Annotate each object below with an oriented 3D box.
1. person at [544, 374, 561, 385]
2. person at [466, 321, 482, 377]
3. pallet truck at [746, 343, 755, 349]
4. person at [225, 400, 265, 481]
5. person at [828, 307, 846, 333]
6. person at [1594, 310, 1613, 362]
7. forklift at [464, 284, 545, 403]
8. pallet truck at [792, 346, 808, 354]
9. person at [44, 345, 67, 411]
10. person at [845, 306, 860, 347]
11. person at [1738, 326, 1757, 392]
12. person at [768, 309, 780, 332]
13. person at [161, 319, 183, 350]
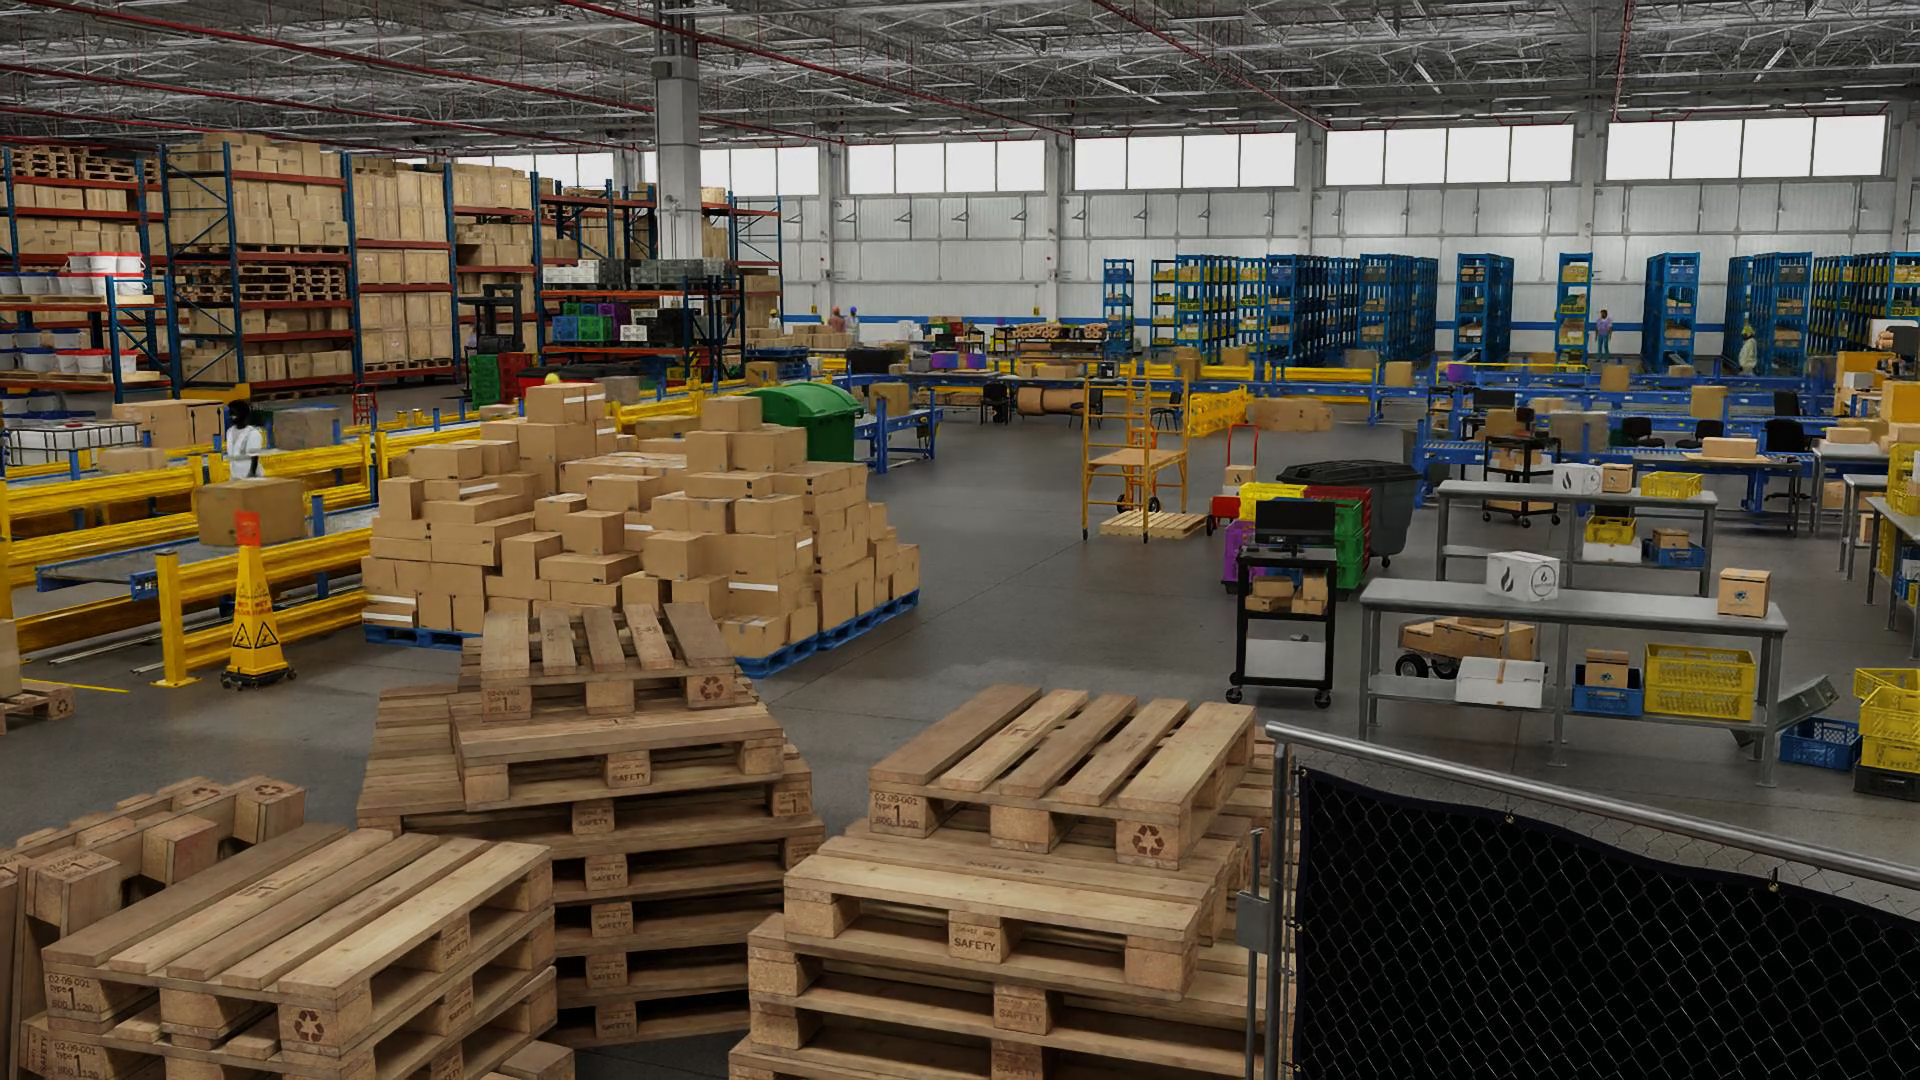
[{"bbox_3d":[-5.385,-1.331,22.045,0.549,1.714,0.891,5,10,27],"label":"person"},{"bbox_3d":[-11.827,-4.395,40.676,0.648,1.922,0.475,7,11,36],"label":"person"},{"bbox_3d":[-6.183,-4.618,44.264,1.601,1.201,0.680,-9,12,-43],"label":"pallet truck"},{"bbox_3d":[-7.871,-0.680,18.106,0.550,1.660,0.803,5,10,28],"label":"person"},{"bbox_3d":[-4.183,-6.898,56.324,0.615,1.958,0.999,-1,9,-8],"label":"person"},{"bbox_3d":[22.443,-7.108,57.966,0.373,1.840,0.572,-8,12,-41],"label":"person"},{"bbox_3d":[-10.832,-4.702,39.610,1.129,2.768,1.873,3,10,20],"label":"forklift"},{"bbox_3d":[-3.705,-4.298,42.022,0.653,1.274,1.630,3,10,20],"label":"pallet truck"},{"bbox_3d":[-19.002,-3.287,34.753,0.851,1.593,0.517,3,9,18],"label":"person"},{"bbox_3d":[-3.835,-7.326,59.058,0.630,1.930,0.599,-6,11,-35],"label":"person"},{"bbox_3d":[18.852,-4.212,39.889,0.495,1.814,0.602,5,11,31],"label":"person"},{"bbox_3d":[-6.988,-7.776,62.408,0.526,1.768,0.314,6,11,32],"label":"person"},{"bbox_3d":[-24.437,-6.048,51.434,0.600,1.804,0.763,4,10,22],"label":"person"}]
